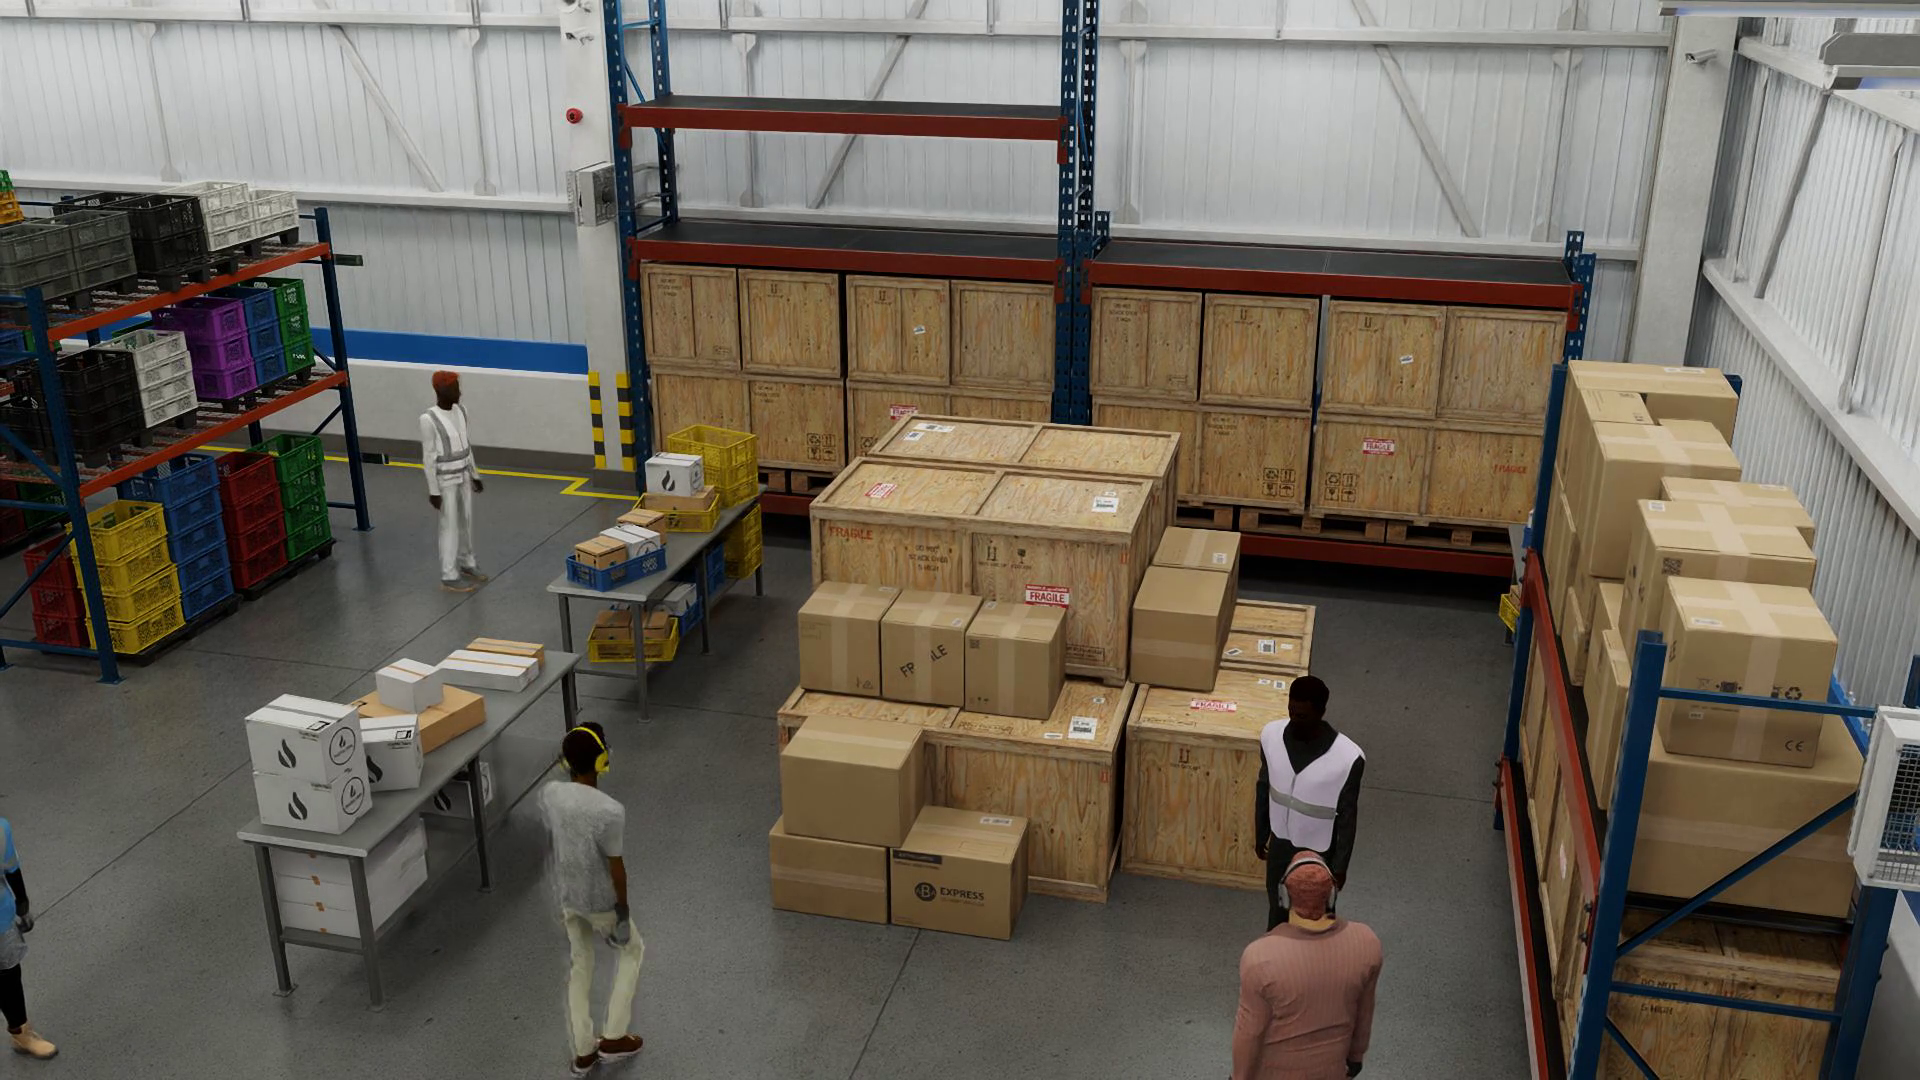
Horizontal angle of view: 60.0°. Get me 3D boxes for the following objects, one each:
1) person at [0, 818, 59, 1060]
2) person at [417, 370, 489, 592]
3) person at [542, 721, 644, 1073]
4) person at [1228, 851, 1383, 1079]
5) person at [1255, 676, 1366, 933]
[{"bbox_3d":[-4.781,1.896,8.085,0.322,1.689,0.547,12,24,28],"label":"person"},{"bbox_3d":[-4.306,-0.518,14.131,0.374,1.880,0.576,6,22,16],"label":"person"},{"bbox_3d":[-1.809,1.764,8.201,0.514,1.853,0.486,8,23,21],"label":"person"},{"bbox_3d":[1.417,2.179,7.036,0.646,1.904,0.401,-6,22,-16],"label":"person"},{"bbox_3d":[1.779,1.567,8.636,0.578,1.911,0.397,17,27,38],"label":"person"}]
